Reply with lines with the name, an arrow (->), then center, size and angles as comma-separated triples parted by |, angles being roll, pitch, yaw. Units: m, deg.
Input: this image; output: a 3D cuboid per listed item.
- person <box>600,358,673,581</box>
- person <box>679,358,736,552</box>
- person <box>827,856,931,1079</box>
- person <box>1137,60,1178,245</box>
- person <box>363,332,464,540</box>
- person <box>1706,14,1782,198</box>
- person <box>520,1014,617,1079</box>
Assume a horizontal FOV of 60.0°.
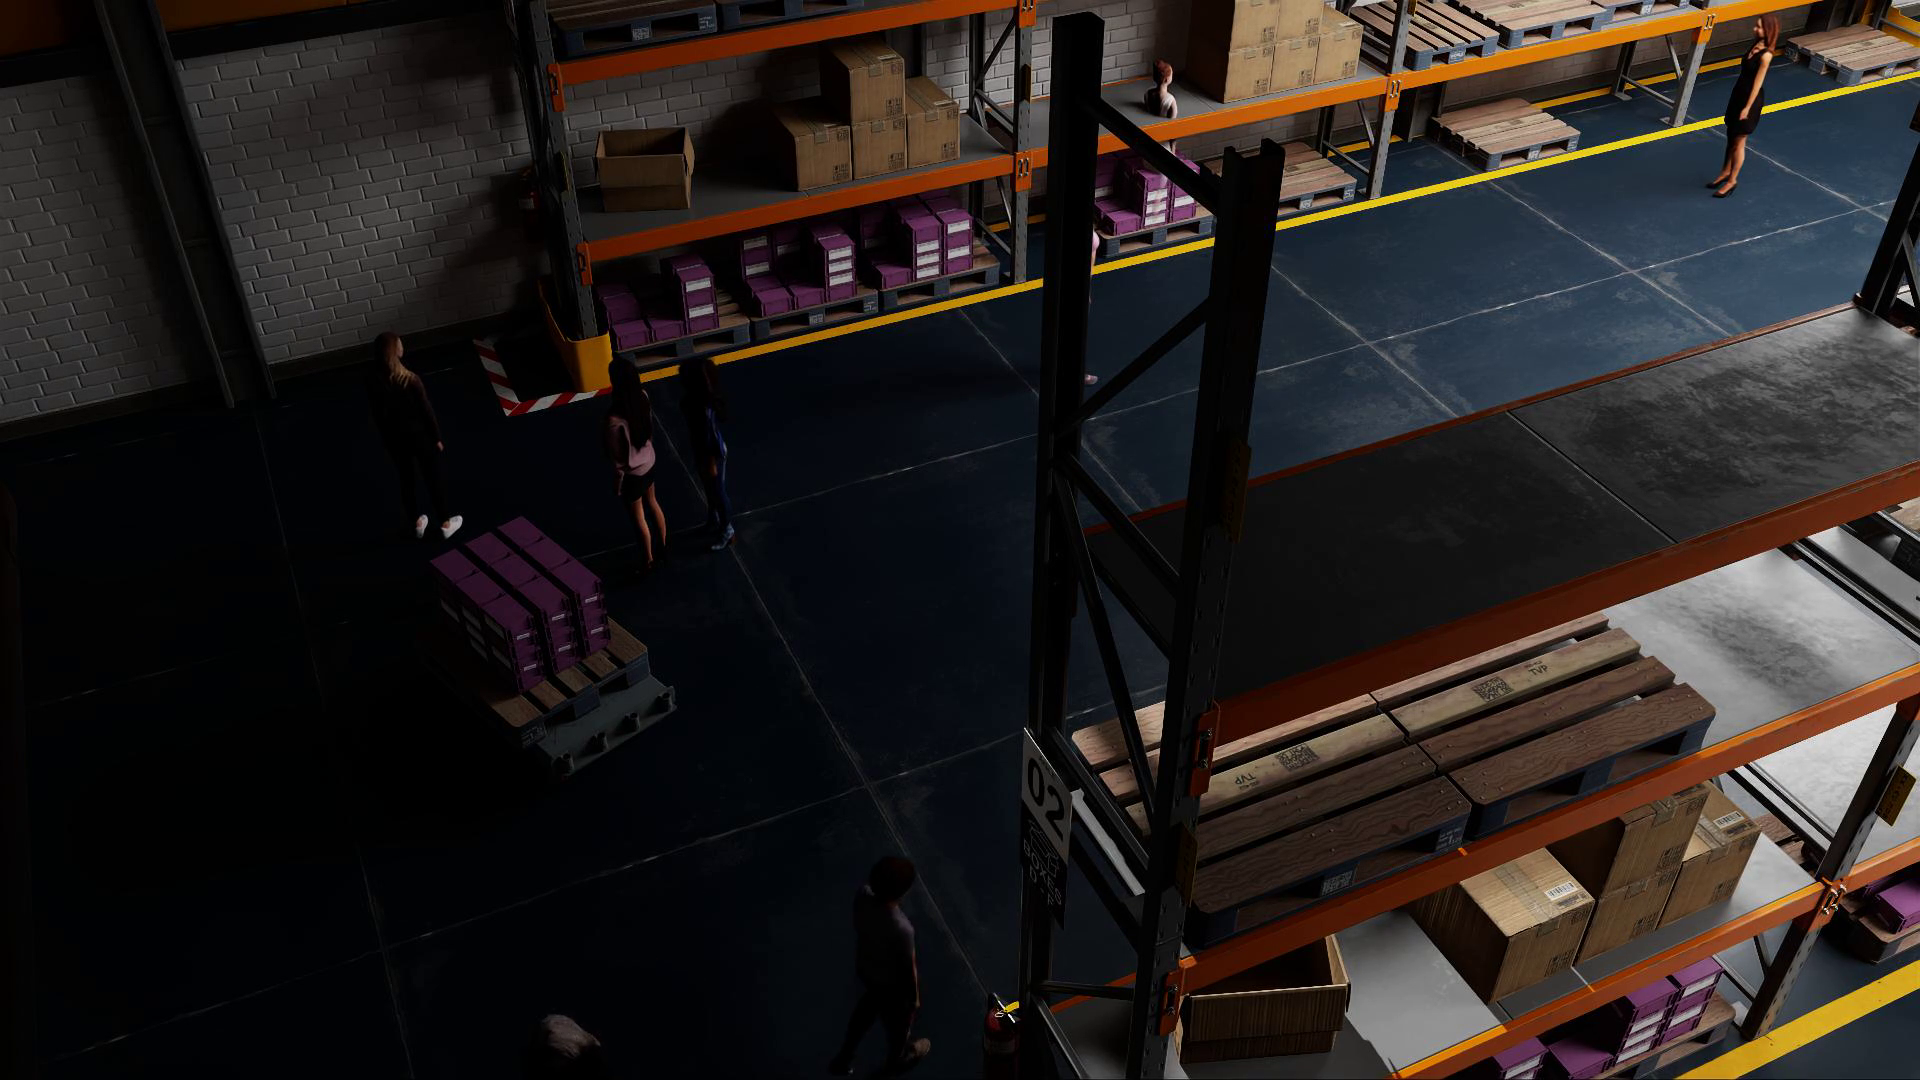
person -> -2.256, -0.483, 11.600 | 0.760, 1.812, 0.677 | 17, 42, 20
person -> -1.807, -0.633, 11.942 | 0.533, 1.619, 0.592 | -16, 41, -19
person -> -0.437, 2.217, 8.362 | 0.913, 1.634, 0.743 | -28, 46, -31
person -> 1.832, -3.623, 15.552 | 0.567, 1.787, 0.587 | -22, 44, -25
person -> -3.974, -0.729, 11.994 | 0.626, 1.704, 0.739 | 5, 39, 6
person -> 7.696, -4.248, 16.295 | 0.668, 1.835, 0.653 | 2, 39, 3
person -> -1.720, 2.653, 7.739 | 0.853, 1.730, 0.905 | 12, 40, 15
